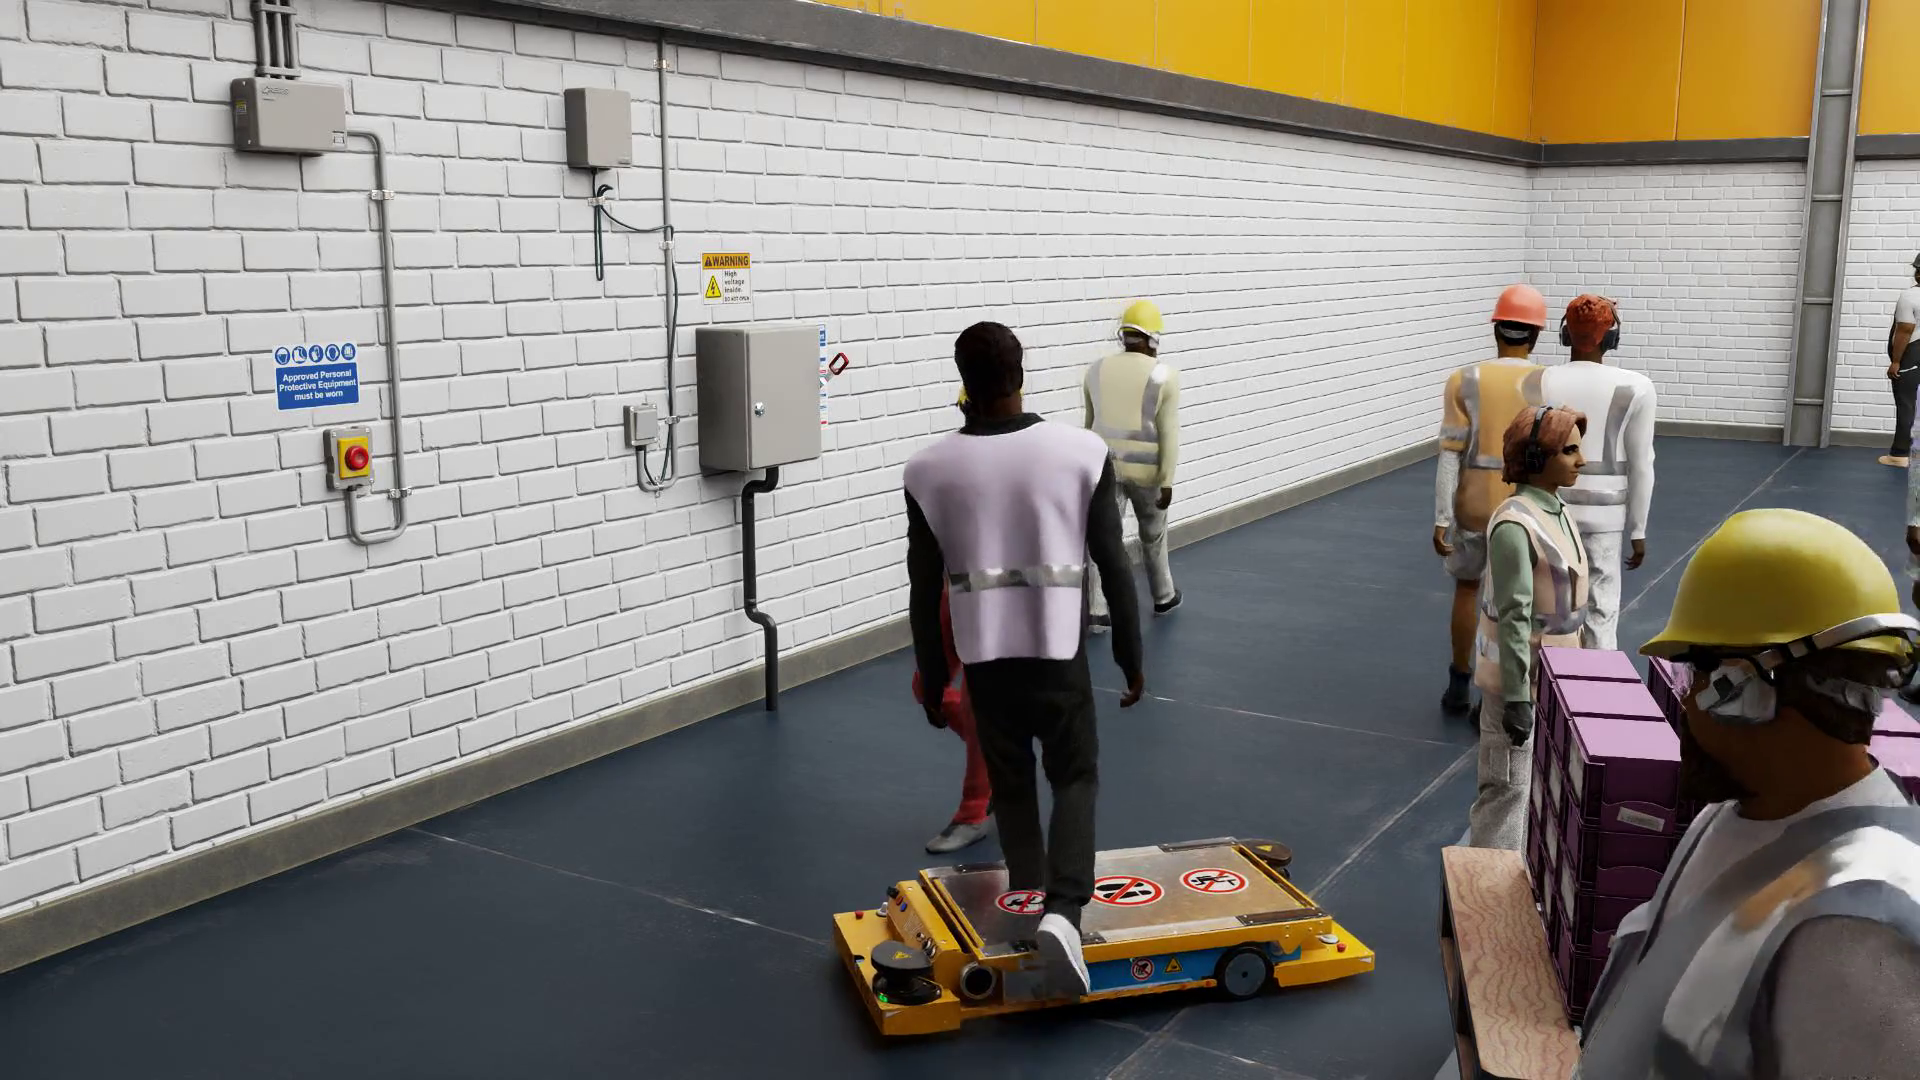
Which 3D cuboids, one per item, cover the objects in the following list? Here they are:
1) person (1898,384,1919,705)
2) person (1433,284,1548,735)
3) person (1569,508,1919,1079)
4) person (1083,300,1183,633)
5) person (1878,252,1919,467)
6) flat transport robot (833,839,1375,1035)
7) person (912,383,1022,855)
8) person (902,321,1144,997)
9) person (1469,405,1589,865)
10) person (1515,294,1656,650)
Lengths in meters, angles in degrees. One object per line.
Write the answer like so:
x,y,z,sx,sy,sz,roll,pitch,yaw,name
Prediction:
4.369,-0.135,7.164,0.549,1.919,0.717,0,10,-2,person
2.341,-0.140,7.205,0.562,1.906,0.740,3,11,15,person
0.873,0.861,1.951,0.477,1.802,0.627,3,11,18,person
0.932,-0.397,9.017,0.607,1.780,0.942,6,12,30,person
8.931,-1.705,15.518,0.689,2.000,0.536,-3,11,-14,person
0.397,1.113,4.804,1.431,0.197,0.652,-3,11,-15,flat transport robot
0.078,0.218,5.696,0.447,1.734,0.581,-7,12,-34,person
0.181,0.342,4.622,0.683,1.877,0.709,0,10,0,person
1.638,0.428,4.806,0.307,1.641,0.513,6,12,30,person
2.549,-0.067,6.881,0.574,1.881,0.357,6,12,31,person
